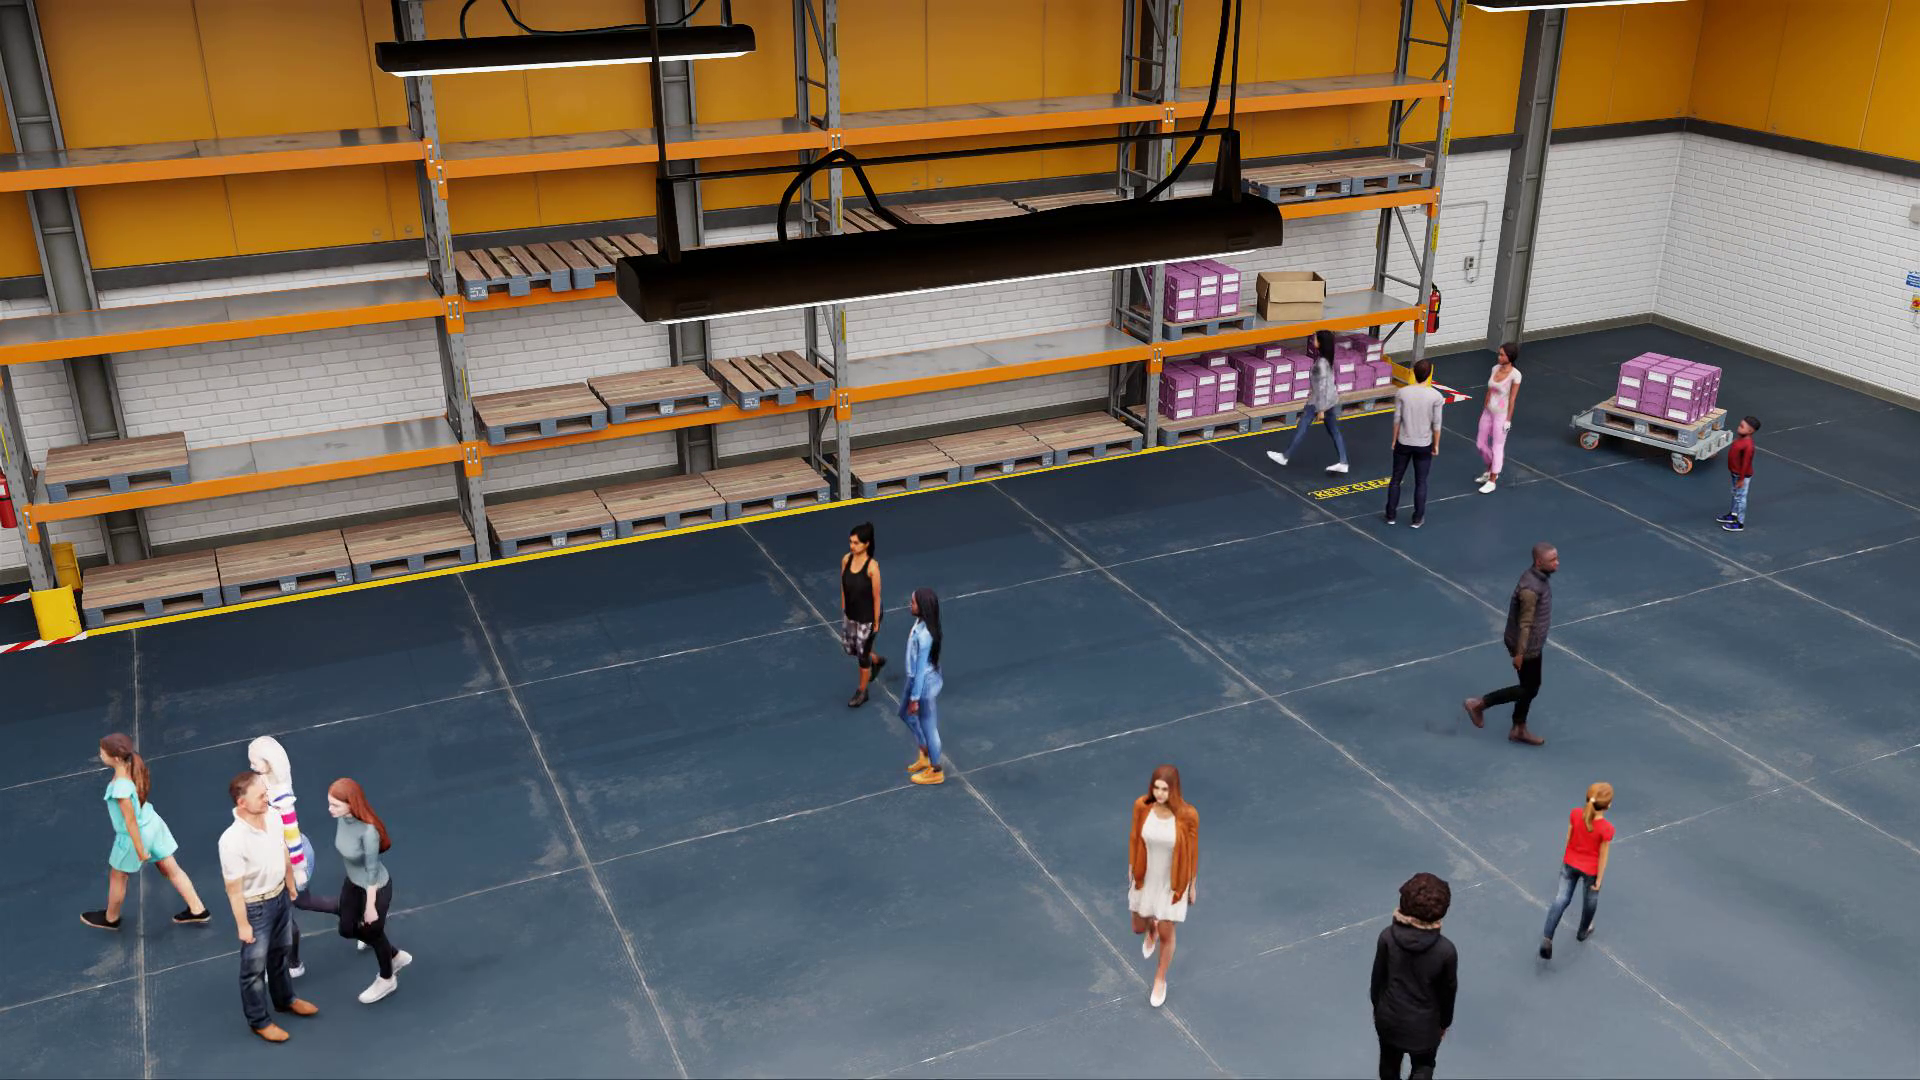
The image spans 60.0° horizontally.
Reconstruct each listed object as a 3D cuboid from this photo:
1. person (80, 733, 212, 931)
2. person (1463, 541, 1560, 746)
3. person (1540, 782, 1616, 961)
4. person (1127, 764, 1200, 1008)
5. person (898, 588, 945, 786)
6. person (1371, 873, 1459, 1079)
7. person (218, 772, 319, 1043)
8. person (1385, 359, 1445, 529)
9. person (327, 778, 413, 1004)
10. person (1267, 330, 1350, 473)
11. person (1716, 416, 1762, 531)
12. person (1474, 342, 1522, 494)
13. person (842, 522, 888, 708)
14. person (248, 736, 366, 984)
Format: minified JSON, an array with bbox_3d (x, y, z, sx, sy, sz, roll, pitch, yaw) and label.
[{"bbox_3d":[-5.464,1.991,11.241,1.119,1.516,0.859,0,24,1],"label":"person"},{"bbox_3d":[4.517,0.835,13.506,1.057,1.820,1.015,11,26,24],"label":"person"},{"bbox_3d":[4.095,2.207,11.042,0.707,1.280,0.946,19,30,37],"label":"person"},{"bbox_3d":[1.314,2.135,10.673,0.873,1.707,0.932,8,25,18],"label":"person"},{"bbox_3d":[-0.182,1.149,12.931,0.743,1.704,0.728,1,24,2],"label":"person"},{"bbox_3d":[2.505,2.693,9.324,0.934,1.764,1.012,10,25,21],"label":"person"},{"bbox_3d":[-4.334,2.234,10.271,0.807,1.847,0.752,8,25,18],"label":"person"},{"bbox_3d":[4.847,-1.040,17.770,0.707,1.839,0.758,9,25,20],"label":"person"},{"bbox_3d":[-3.660,2.193,10.522,0.747,1.721,0.717,-18,29,-35],"label":"person"},{"bbox_3d":[4.245,-1.546,19.126,1.150,1.680,1.190,12,27,26],"label":"person"},{"bbox_3d":[8.366,-0.729,17.791,0.623,1.252,0.578,5,24,11],"label":"person"},{"bbox_3d":[6.070,-1.376,18.661,0.624,1.742,0.586,-12,26,-26],"label":"person"},{"bbox_3d":[-0.778,0.611,14.230,0.779,1.651,0.898,17,29,34],"label":"person"},{"bbox_3d":[-4.261,2.031,10.811,1.054,1.787,0.753,-15,27,-30],"label":"person"}]
